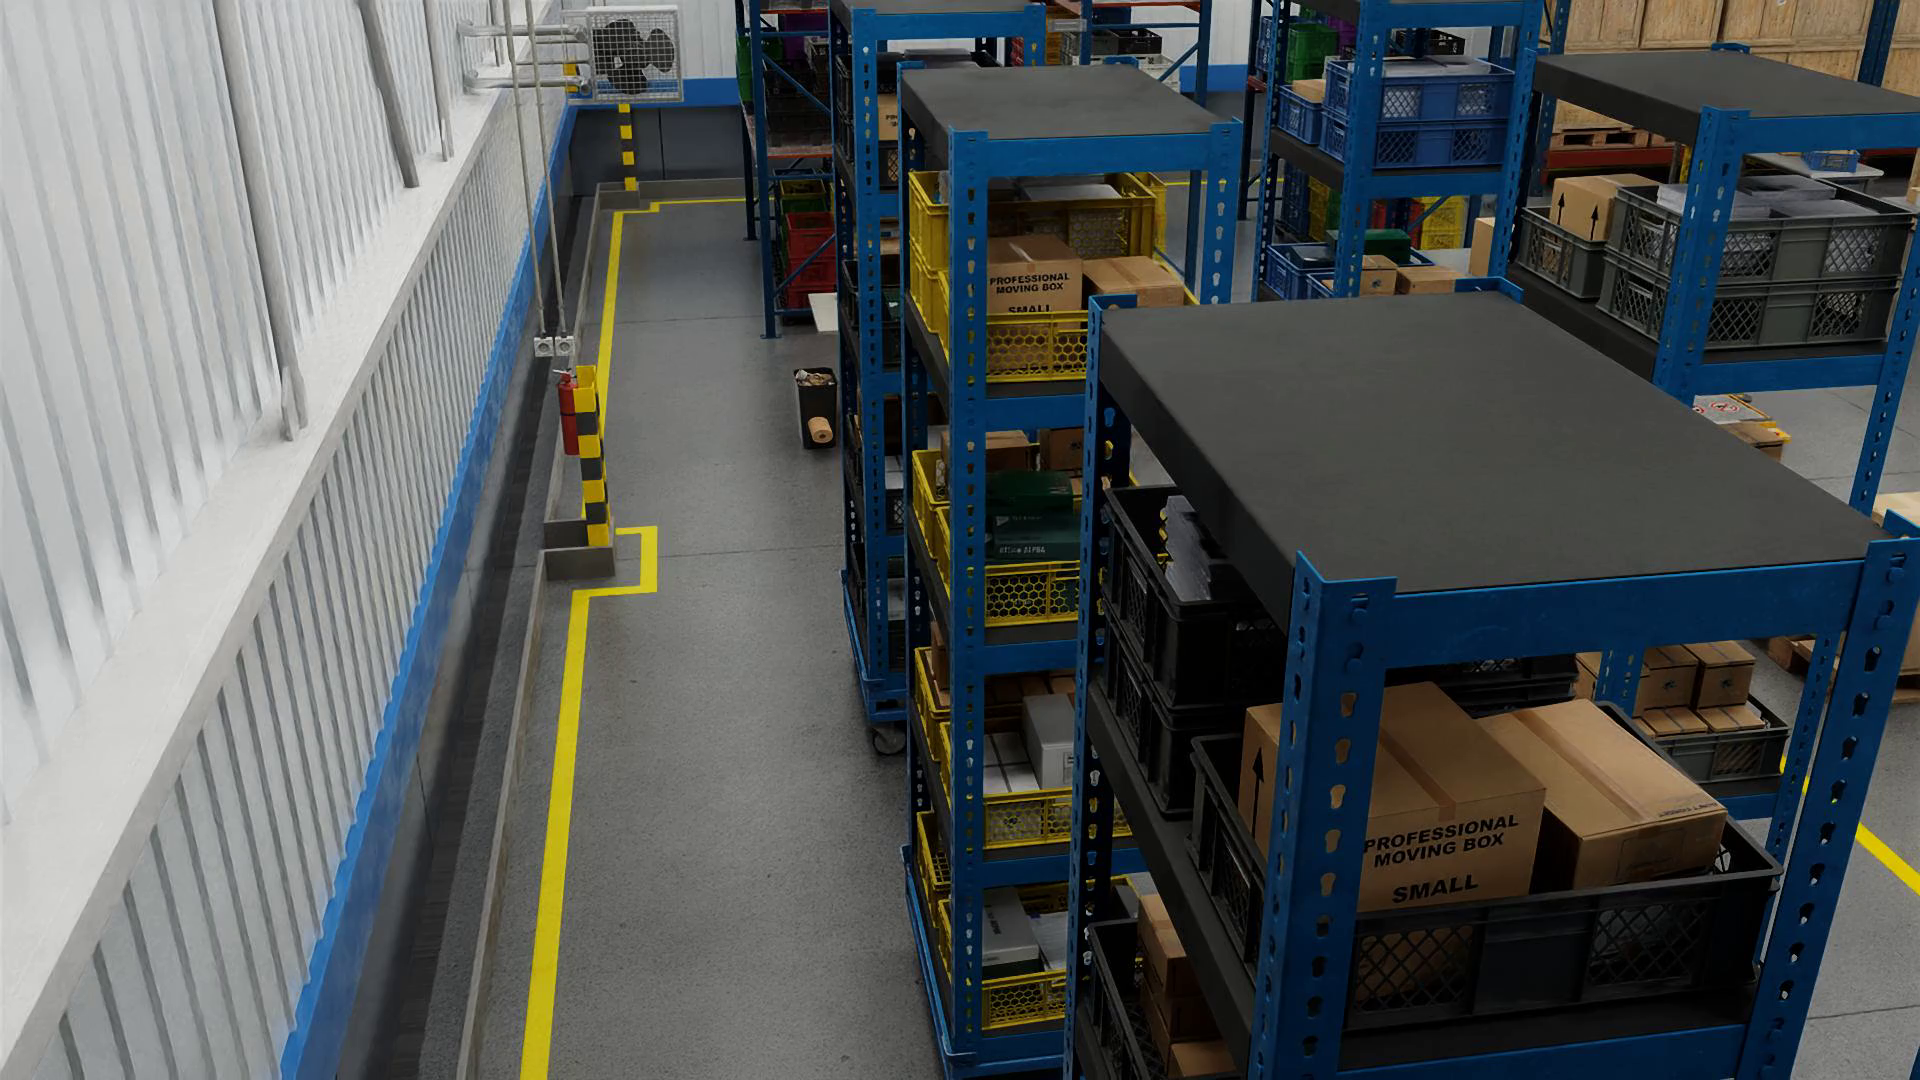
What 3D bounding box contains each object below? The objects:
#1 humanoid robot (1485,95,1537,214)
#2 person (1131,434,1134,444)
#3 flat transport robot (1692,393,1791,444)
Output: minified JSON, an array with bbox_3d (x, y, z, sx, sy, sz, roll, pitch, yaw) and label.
[{"bbox_3d":[5.971,-4.188,17.720,0.416,1.642,0.585,6,25,13],"label":"humanoid robot"},{"bbox_3d":[1.014,-1.252,11.101,0.448,1.871,0.599,-22,32,-39],"label":"person"},{"bbox_3d":[5.224,-0.859,12.132,1.431,0.197,0.652,-4,25,-8],"label":"flat transport robot"}]
